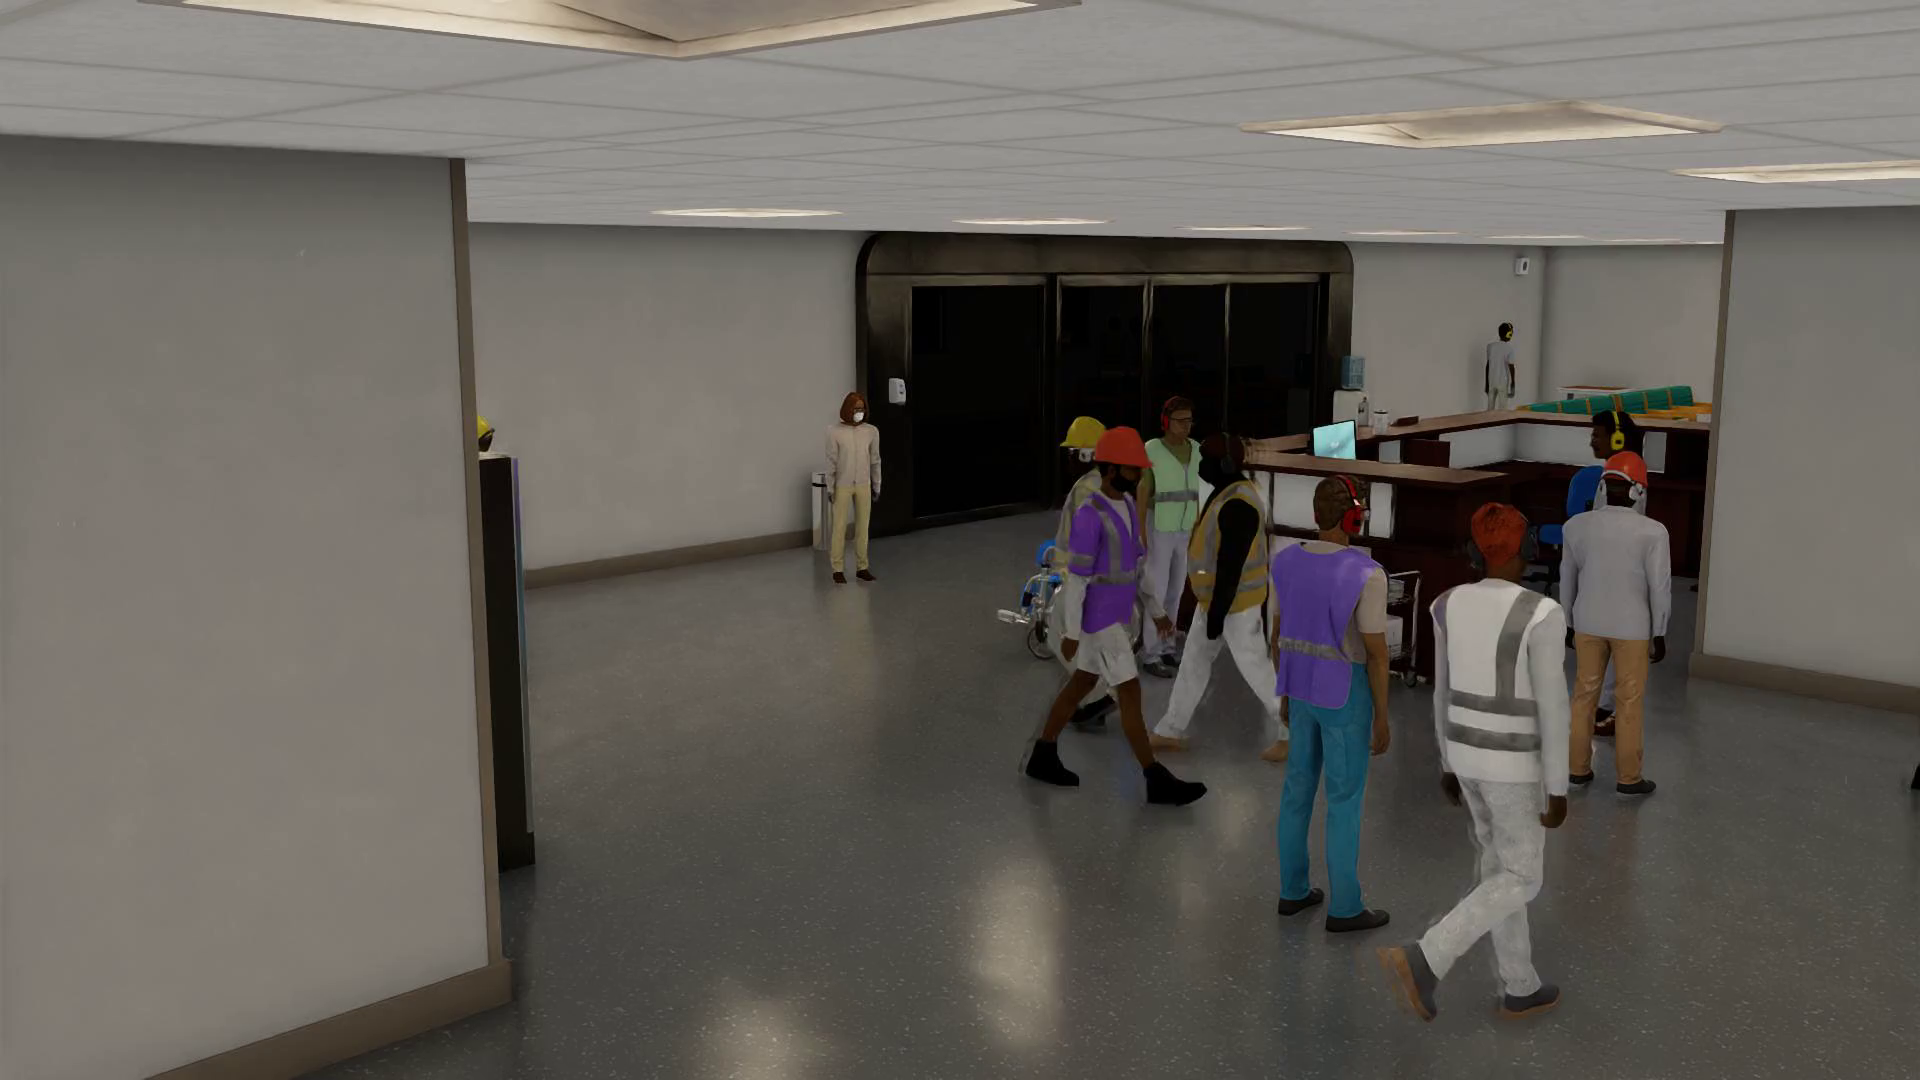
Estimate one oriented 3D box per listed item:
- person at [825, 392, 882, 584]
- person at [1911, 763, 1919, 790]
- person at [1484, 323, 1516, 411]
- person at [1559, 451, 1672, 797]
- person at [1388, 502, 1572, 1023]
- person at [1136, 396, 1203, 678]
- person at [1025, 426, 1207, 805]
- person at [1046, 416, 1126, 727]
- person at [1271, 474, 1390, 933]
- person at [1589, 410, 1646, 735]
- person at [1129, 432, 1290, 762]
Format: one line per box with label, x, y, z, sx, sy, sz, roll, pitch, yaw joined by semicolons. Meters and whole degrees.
person;-0.902;-0.441;14.097;0.504;1.627;0.286;-4;10;-26
person;5.284;0.387;8.194;0.964;1.887;0.565;4;10;22
person;8.099;-2.325;24.952;0.336;1.856;0.523;-7;12;-37
person;3.323;0.419;8.431;0.562;1.746;0.335;9;13;44
person;1.804;0.799;5.826;0.723;1.843;0.618;-4;10;-25
person;1.370;-0.032;10.944;0.575;1.841;0.396;-8;12;-39
person;0.747;0.368;8.364;0.986;1.887;0.548;4;10;22
person;0.741;0.195;9.583;0.422;1.817;0.600;4;10;26
person;1.478;0.657;6.693;0.389;1.842;0.566;-7;12;-38
person;3.735;0.191;9.514;0.327;1.861;0.544;1;9;3
person;1.465;0.313;8.956;0.977;1.798;0.646;0;9;0
